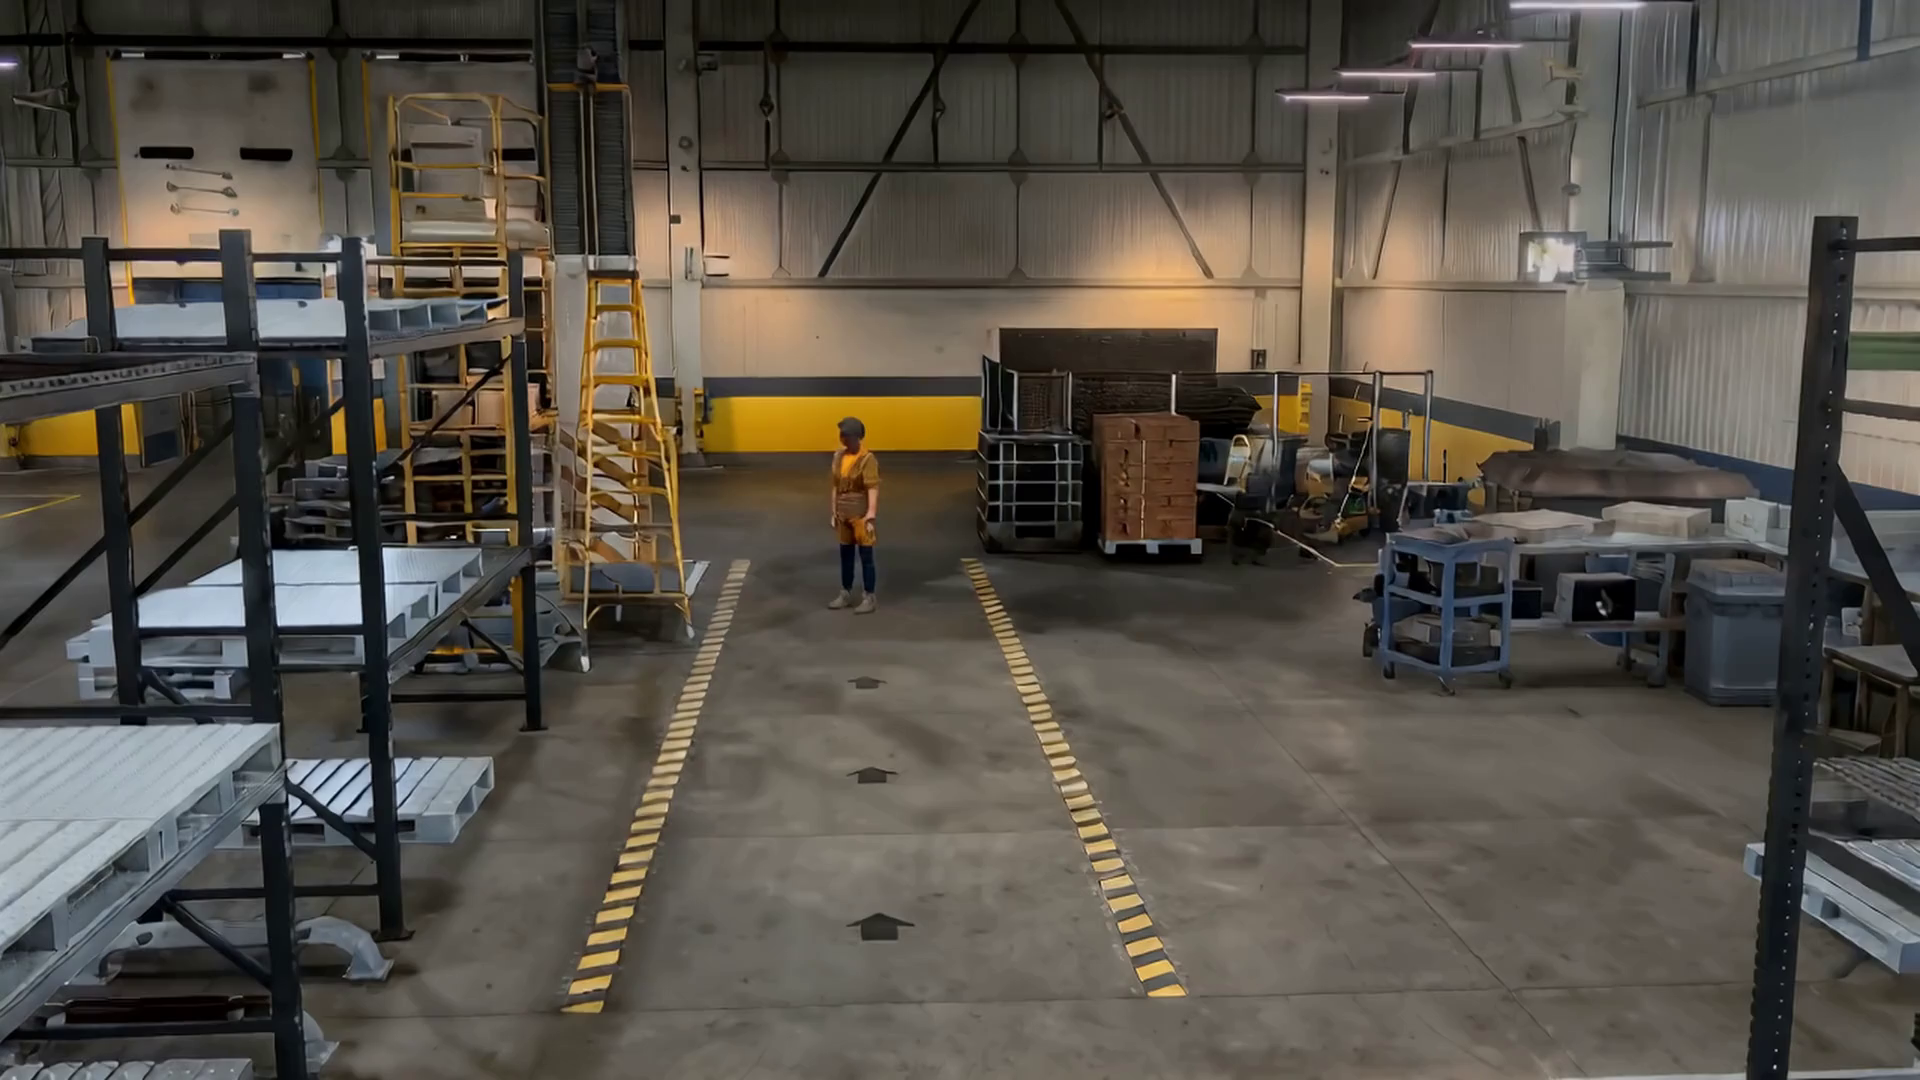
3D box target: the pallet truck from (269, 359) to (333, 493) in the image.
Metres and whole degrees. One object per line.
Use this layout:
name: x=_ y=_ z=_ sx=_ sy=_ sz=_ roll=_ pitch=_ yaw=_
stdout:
pallet truck: x=-7.062 y=-1.131 z=18.996 sx=1.885 sy=1.965 sz=0.823 roll=2 pitch=9 yaw=13

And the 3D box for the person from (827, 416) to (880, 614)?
person: x=-0.907 y=-0.214 z=14.194 sx=0.531 sy=1.692 sz=0.320 roll=8 pitch=12 yaw=41
